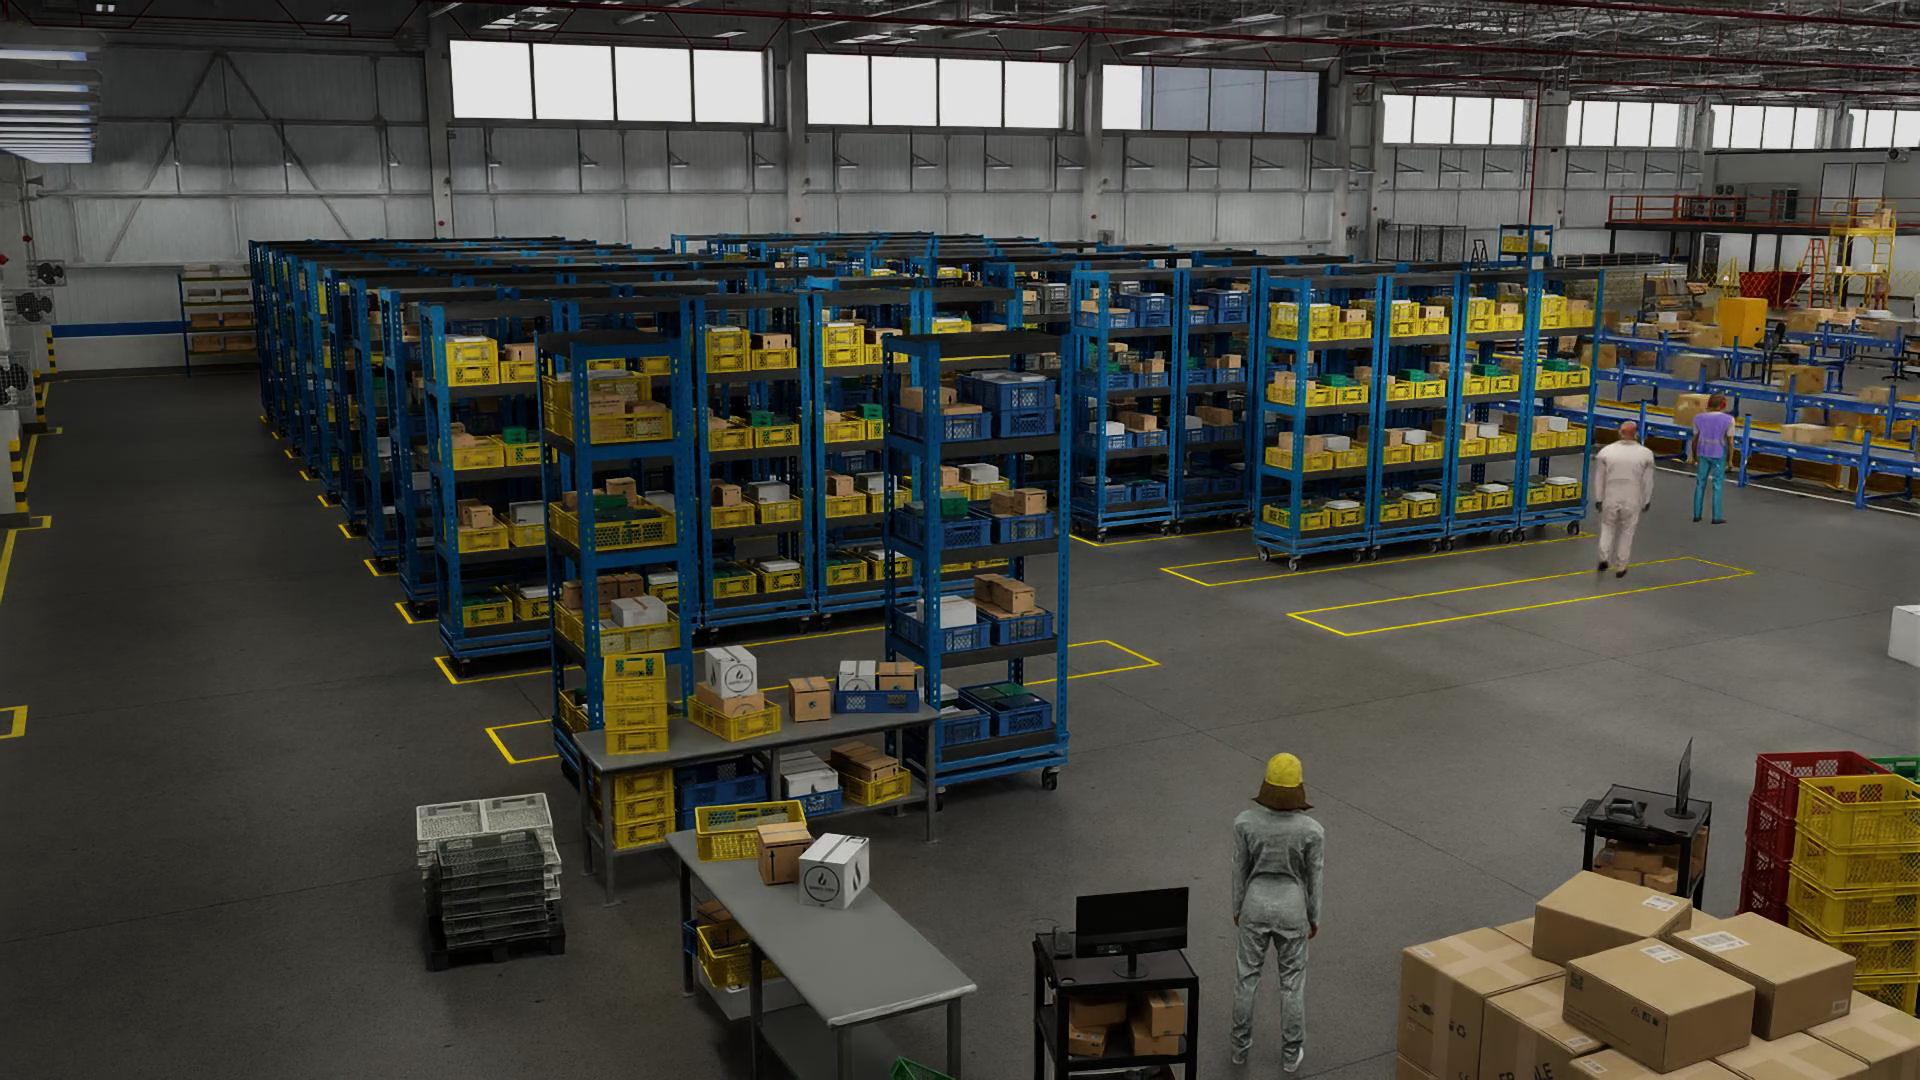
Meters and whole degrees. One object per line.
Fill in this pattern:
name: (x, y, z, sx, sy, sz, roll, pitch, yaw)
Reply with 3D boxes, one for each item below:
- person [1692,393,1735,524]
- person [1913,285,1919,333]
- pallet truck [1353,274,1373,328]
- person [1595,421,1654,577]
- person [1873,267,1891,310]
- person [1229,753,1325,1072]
person: (10.526, -1.141, 23.295, 0.563, 1.840, 0.388, 11, 16, 41)
person: (28.036, -6.557, 48.569, 0.328, 1.869, 0.521, -1, 12, -6)
pallet truck: (13.011, -8.050, 55.243, 0.823, 1.965, 1.885, -7, 14, -28)
person: (8.085, -0.513, 20.254, 0.642, 1.886, 0.669, 6, 14, 27)
person: (33.141, -8.908, 59.801, 0.534, 1.767, 0.314, 7, 14, 28)
person: (1.695, 1.985, 8.933, 0.485, 1.735, 0.347, 3, 13, 16)
